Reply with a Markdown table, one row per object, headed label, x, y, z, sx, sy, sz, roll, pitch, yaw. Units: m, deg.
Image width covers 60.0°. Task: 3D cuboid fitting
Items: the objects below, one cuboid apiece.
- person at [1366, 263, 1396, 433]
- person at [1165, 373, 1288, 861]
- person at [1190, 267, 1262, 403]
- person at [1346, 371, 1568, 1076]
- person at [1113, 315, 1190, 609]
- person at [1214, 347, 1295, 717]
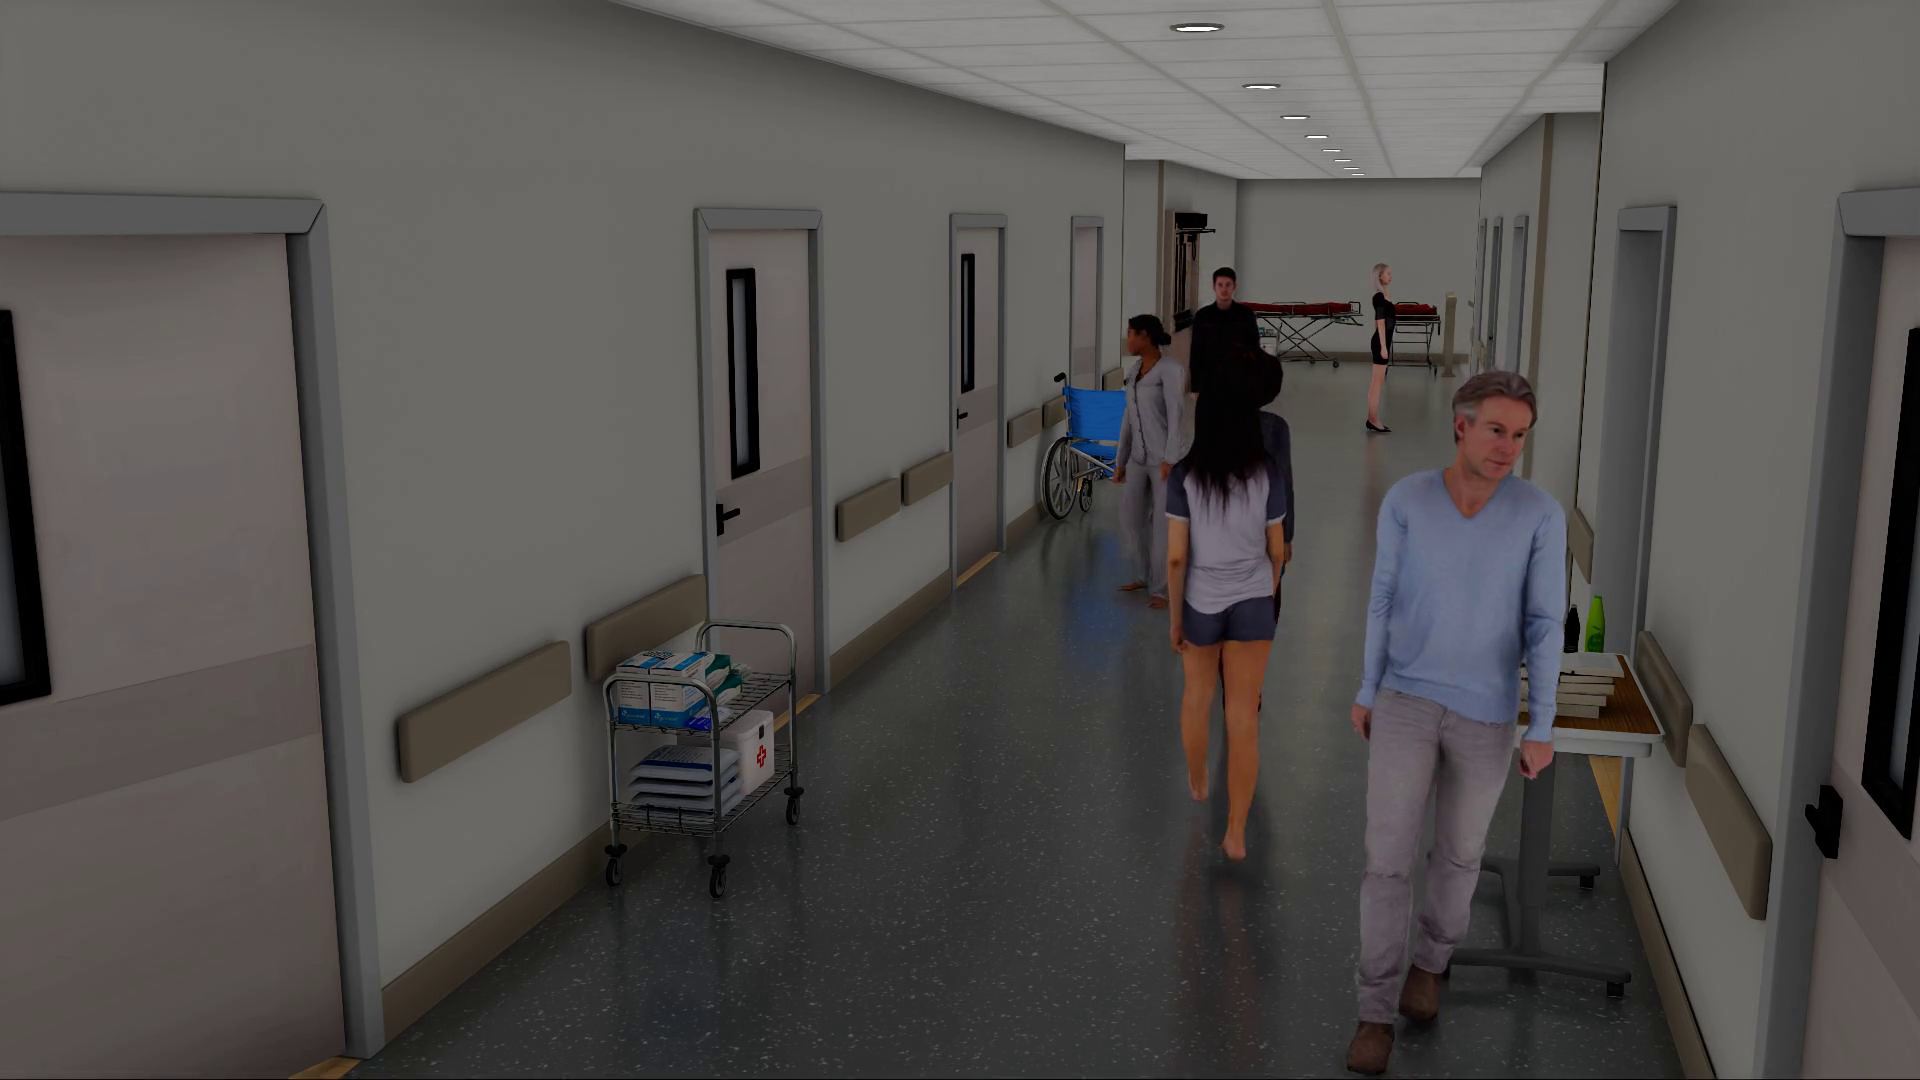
| label | x | y | z | sx | sy | sz | roll | pitch | yaw |
| --- | --- | --- | --- | --- | --- | --- | --- | --- | --- |
| person | 4.613 | -2.114 | 18.255 | 0.644 | 1.830 | 0.446 | 2 | 11 | 12 |
| person | 0.960 | 0.308 | 5.895 | 0.697 | 1.679 | 1.226 | 1 | 11 | 6 |
| person | 2.086 | -1.158 | 13.071 | 0.900 | 1.883 | 1.301 | 1 | 11 | 3 |
| person | 1.352 | 0.466 | 4.591 | 0.709 | 1.854 | 0.977 | 4 | 11 | 19 |
| person | 1.192 | -0.476 | 9.920 | 0.800 | 1.719 | 0.838 | 9 | 14 | 39 |
| person | 1.263 | 0.011 | 7.412 | 0.600 | 1.697 | 0.568 | 3 | 11 | 17 |
